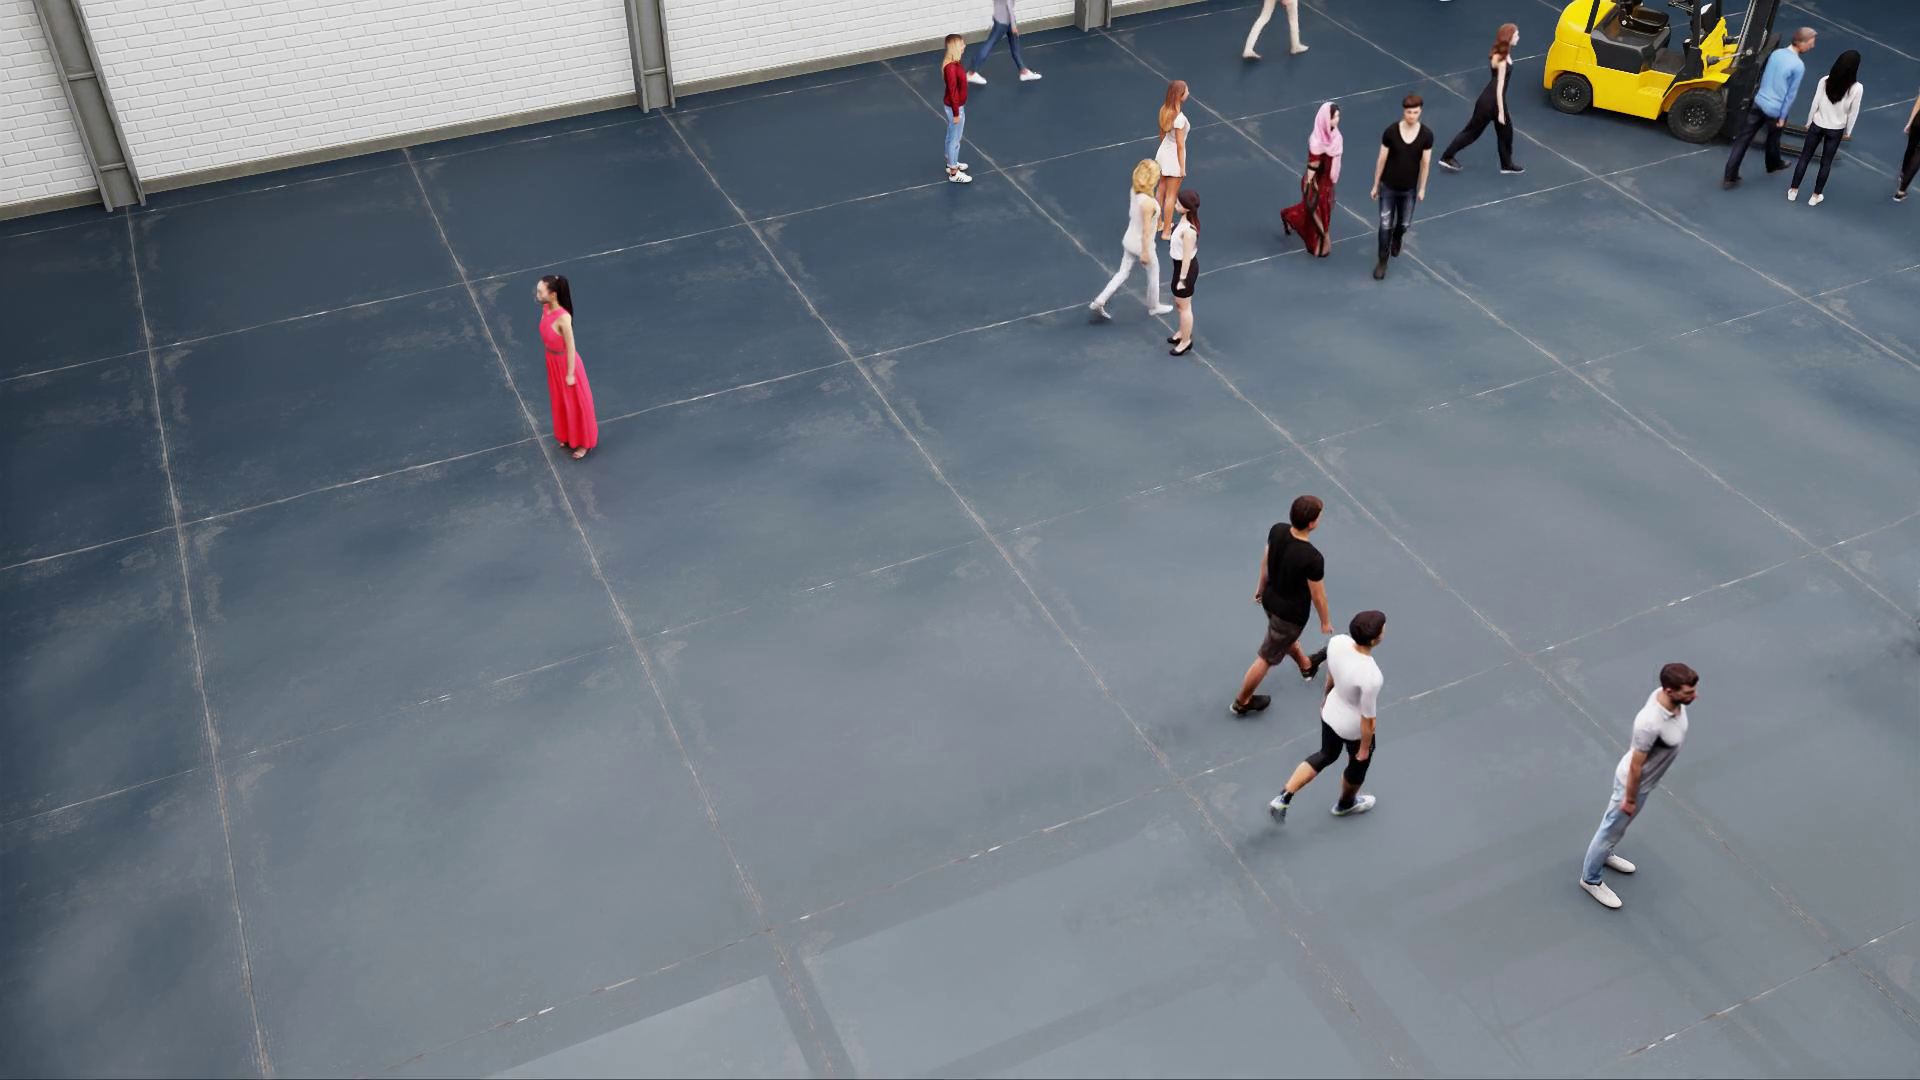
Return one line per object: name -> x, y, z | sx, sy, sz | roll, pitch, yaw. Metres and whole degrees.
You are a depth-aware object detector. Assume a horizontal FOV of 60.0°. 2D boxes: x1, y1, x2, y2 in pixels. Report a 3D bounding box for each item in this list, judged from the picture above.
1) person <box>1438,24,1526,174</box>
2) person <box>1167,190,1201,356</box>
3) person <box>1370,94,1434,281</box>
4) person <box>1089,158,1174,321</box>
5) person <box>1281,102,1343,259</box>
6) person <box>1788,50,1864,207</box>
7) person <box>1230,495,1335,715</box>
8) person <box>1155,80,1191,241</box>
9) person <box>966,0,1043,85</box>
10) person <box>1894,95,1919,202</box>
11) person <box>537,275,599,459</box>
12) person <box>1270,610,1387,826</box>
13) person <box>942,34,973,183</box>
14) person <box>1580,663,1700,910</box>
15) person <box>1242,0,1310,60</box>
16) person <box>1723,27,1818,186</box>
person -> 5.711, -4.786, 18.179 | 1.174, 1.697, 1.132 | 14, 41, 17
person -> 2.068, -2.469, 15.319 | 0.628, 1.647, 0.618 | -1, 39, -1
person -> 4.348, -3.541, 16.472 | 0.982, 1.882, 1.025 | 10, 40, 12
person -> 1.605, -2.809, 15.752 | 1.107, 1.637, 0.702 | -11, 40, -14
person -> 3.576, -3.671, 16.844 | 0.908, 1.621, 0.929 | 29, 47, 31
person -> 9.223, -4.394, 17.685 | 0.711, 1.701, 0.730 | 23, 44, 26
person -> 2.169, 0.492, 11.475 | 1.145, 1.817, 0.713 | -18, 42, -21
person -> 2.165, -3.912, 17.084 | 0.566, 1.697, 0.574 | -13, 40, -16
person -> 0.418, -6.270, 20.048 | 1.263, 1.685, 0.904 | -4, 39, -5
person -> 10.318, -4.398, 17.766 | 0.876, 1.607, 1.104 | 25, 45, 28
person -> -3.331, -1.464, 13.995 | 0.651, 1.727, 0.671 | -27, 46, -30
person -> 2.400, 1.171, 10.617 | 1.035, 1.826, 0.677 | -16, 41, -19
person -> -0.056, -4.737, 18.168 | 0.642, 1.636, 0.666 | -4, 39, -5
person -> 4.175, 1.453, 10.245 | 0.792, 1.850, 0.658 | 26, 45, 29
person -> 3.896, -6.805, 20.623 | 1.215, 1.802, 0.708 | -18, 42, -21
person -> 8.681, -4.644, 17.965 | 1.139, 1.744, 0.691 | -18, 42, -21
